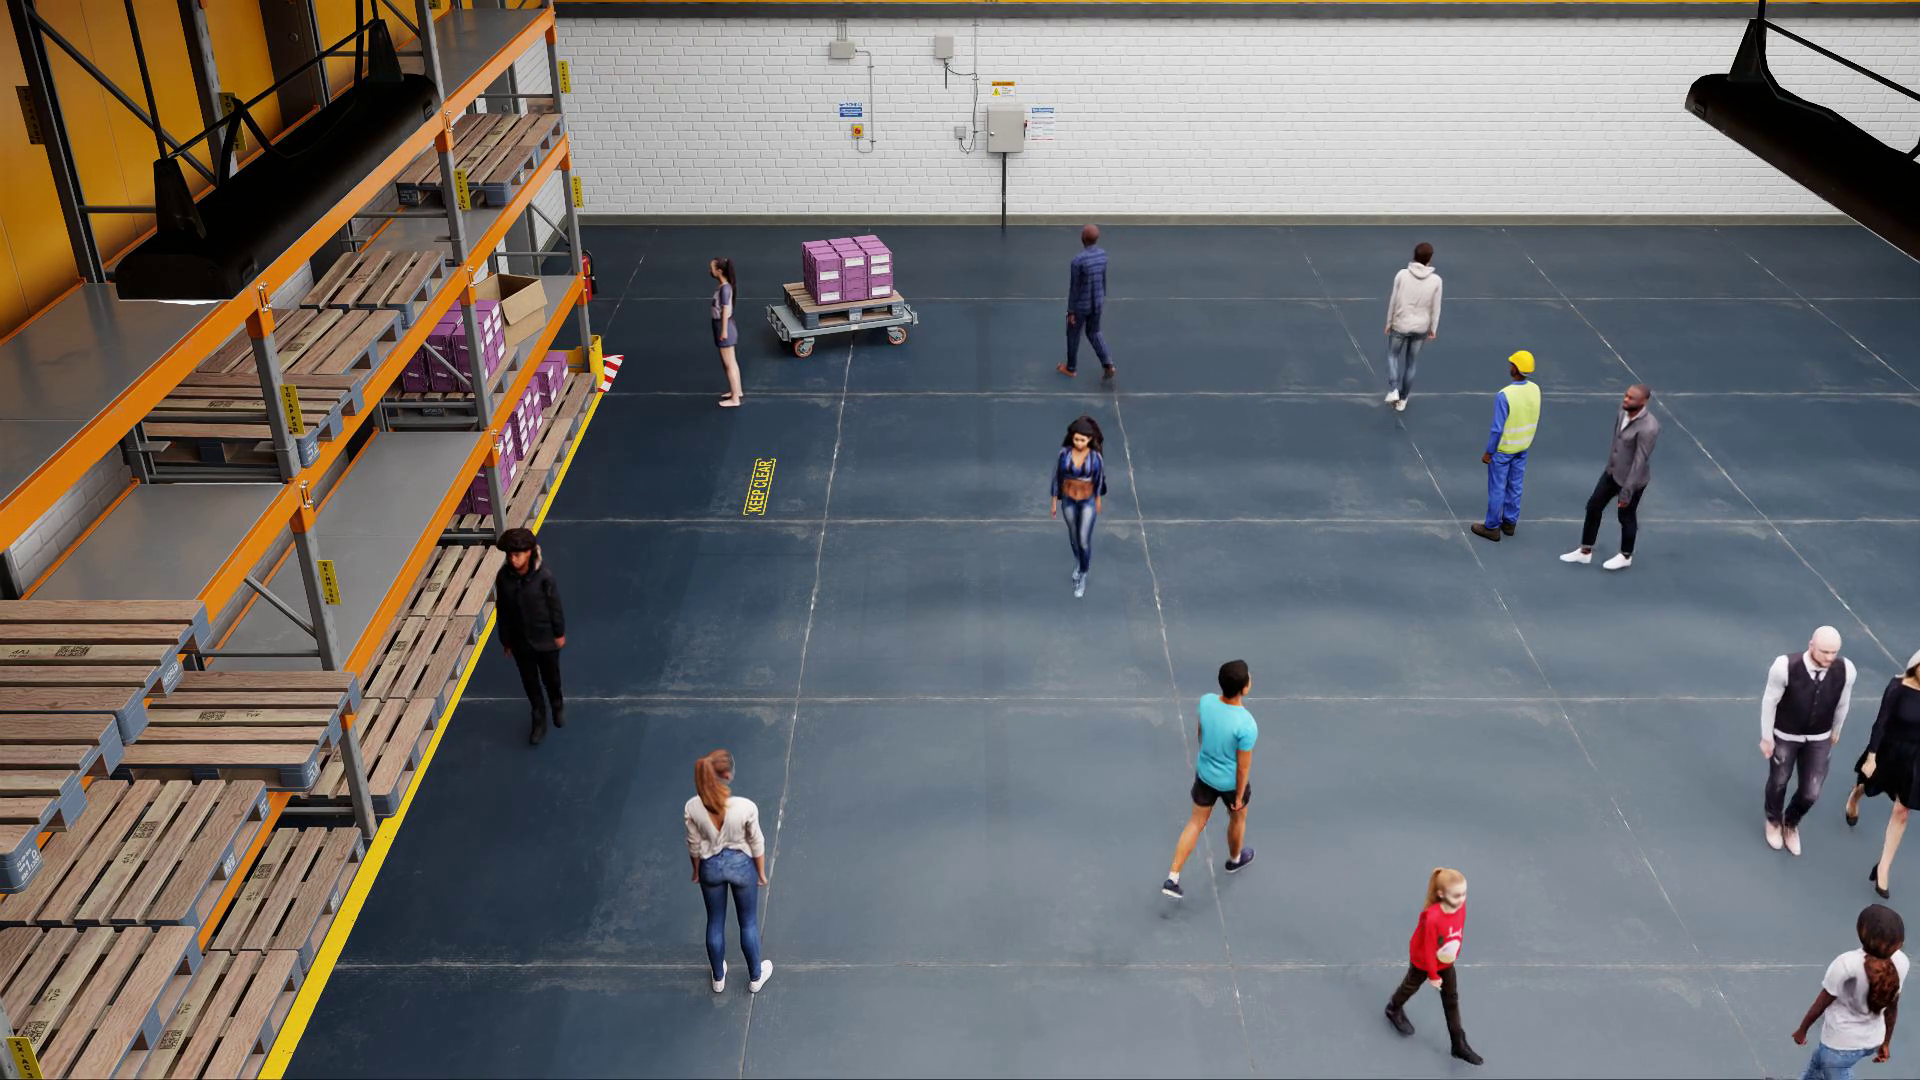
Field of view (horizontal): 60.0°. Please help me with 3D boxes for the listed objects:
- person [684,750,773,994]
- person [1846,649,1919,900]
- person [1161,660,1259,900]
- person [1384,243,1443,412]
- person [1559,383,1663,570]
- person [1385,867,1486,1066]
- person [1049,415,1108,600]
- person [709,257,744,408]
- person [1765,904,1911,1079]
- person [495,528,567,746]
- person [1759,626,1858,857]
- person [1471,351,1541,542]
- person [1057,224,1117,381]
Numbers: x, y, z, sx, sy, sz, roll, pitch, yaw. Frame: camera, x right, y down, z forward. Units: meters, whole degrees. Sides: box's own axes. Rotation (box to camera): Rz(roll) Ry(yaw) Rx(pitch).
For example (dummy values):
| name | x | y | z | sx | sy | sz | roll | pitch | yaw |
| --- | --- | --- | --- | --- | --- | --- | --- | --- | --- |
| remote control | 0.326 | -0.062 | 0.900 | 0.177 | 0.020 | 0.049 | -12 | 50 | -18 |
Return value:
| name | x | y | z | sx | sy | sz | roll | pitch | yaw |
| --- | --- | --- | --- | --- | --- | --- | --- | --- | --- |
| person | -1.397 | 1.995 | 9.983 | 0.618 | 1.721 | 0.513 | 2 | 29 | 3 |
| person | 6.185 | 1.426 | 11.049 | 0.718 | 1.699 | 1.201 | 4 | 29 | 8 |
| person | 1.615 | 1.577 | 10.724 | 1.107 | 1.745 | 1.183 | 24 | 37 | 37 |
| person | 4.755 | -2.220 | 17.581 | 0.762 | 1.845 | 0.764 | 5 | 29 | 10 |
| person | 5.903 | -0.550 | 14.572 | 0.914 | 1.794 | 0.899 | -5 | 29 | -9 |
| person | 2.713 | 2.418 | 9.698 | 0.783 | 1.251 | 0.954 | -16 | 32 | -27 |
| person | 1.045 | -0.348 | 14.407 | 0.774 | 1.598 | 0.886 | 10 | 30 | 18 |
| person | -2.492 | -2.236 | 17.818 | 0.670 | 1.646 | 0.484 | -3 | 29 | -6 |
| person | 4.717 | 2.706 | 8.728 | 0.784 | 1.674 | 1.211 | -7 | 29 | -12 |
| person | -3.159 | 0.664 | 12.379 | 0.621 | 1.764 | 0.669 | 0 | 29 | 0 |
| person | 5.635 | 1.279 | 11.218 | 0.783 | 1.795 | 0.738 | 5 | 29 | 8 |
| person | 4.995 | -0.865 | 15.131 | 0.752 | 1.813 | 0.727 | -13 | 31 | -22 |
| person | 1.448 | -2.577 | 18.285 | 1.029 | 1.798 | 1.147 | -20 | 34 | -32 |
